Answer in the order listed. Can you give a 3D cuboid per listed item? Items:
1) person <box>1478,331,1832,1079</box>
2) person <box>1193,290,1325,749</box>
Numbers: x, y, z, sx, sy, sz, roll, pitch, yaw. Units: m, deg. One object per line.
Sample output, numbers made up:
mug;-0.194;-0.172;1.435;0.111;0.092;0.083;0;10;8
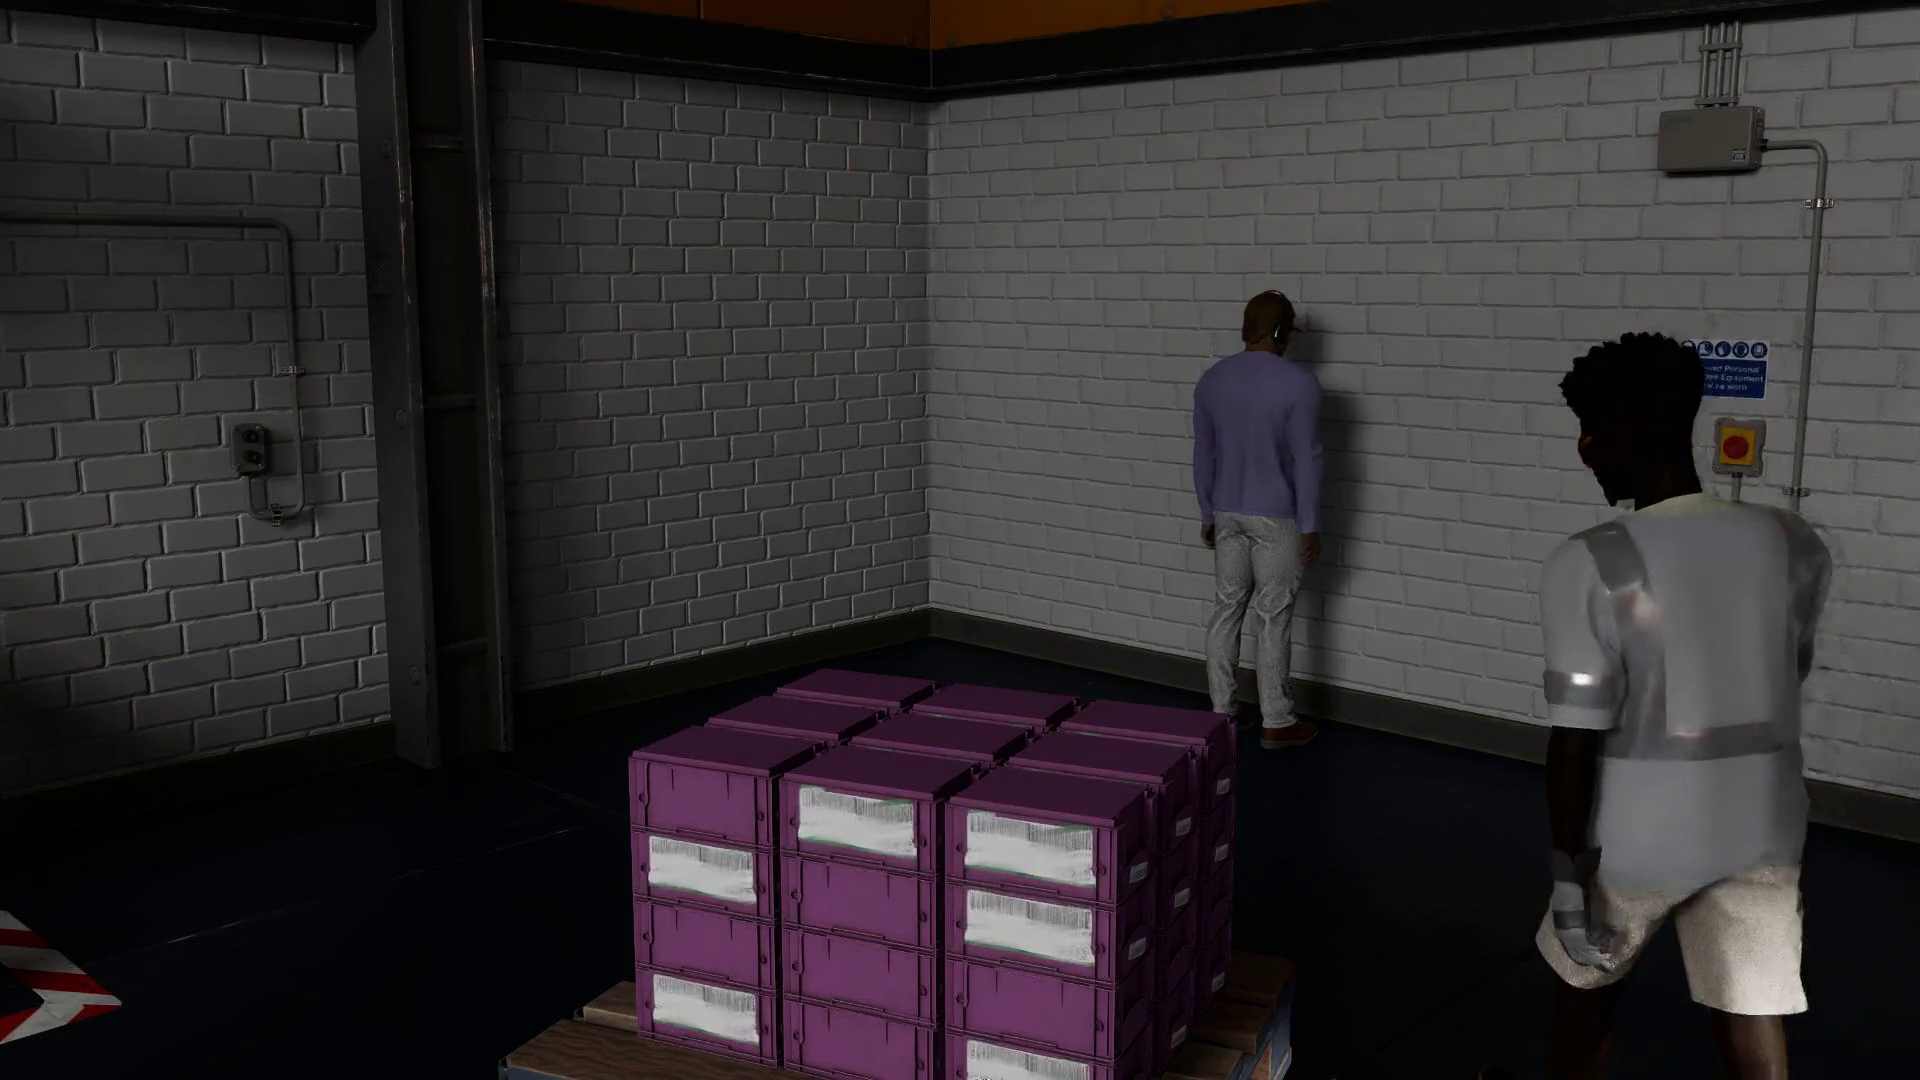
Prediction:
person;1.383;0.548;3.294;0.656;1.895;0.997;-1;9;-7
person;1.268;-0.086;7.075;0.378;1.933;0.628;-8;12;-42
